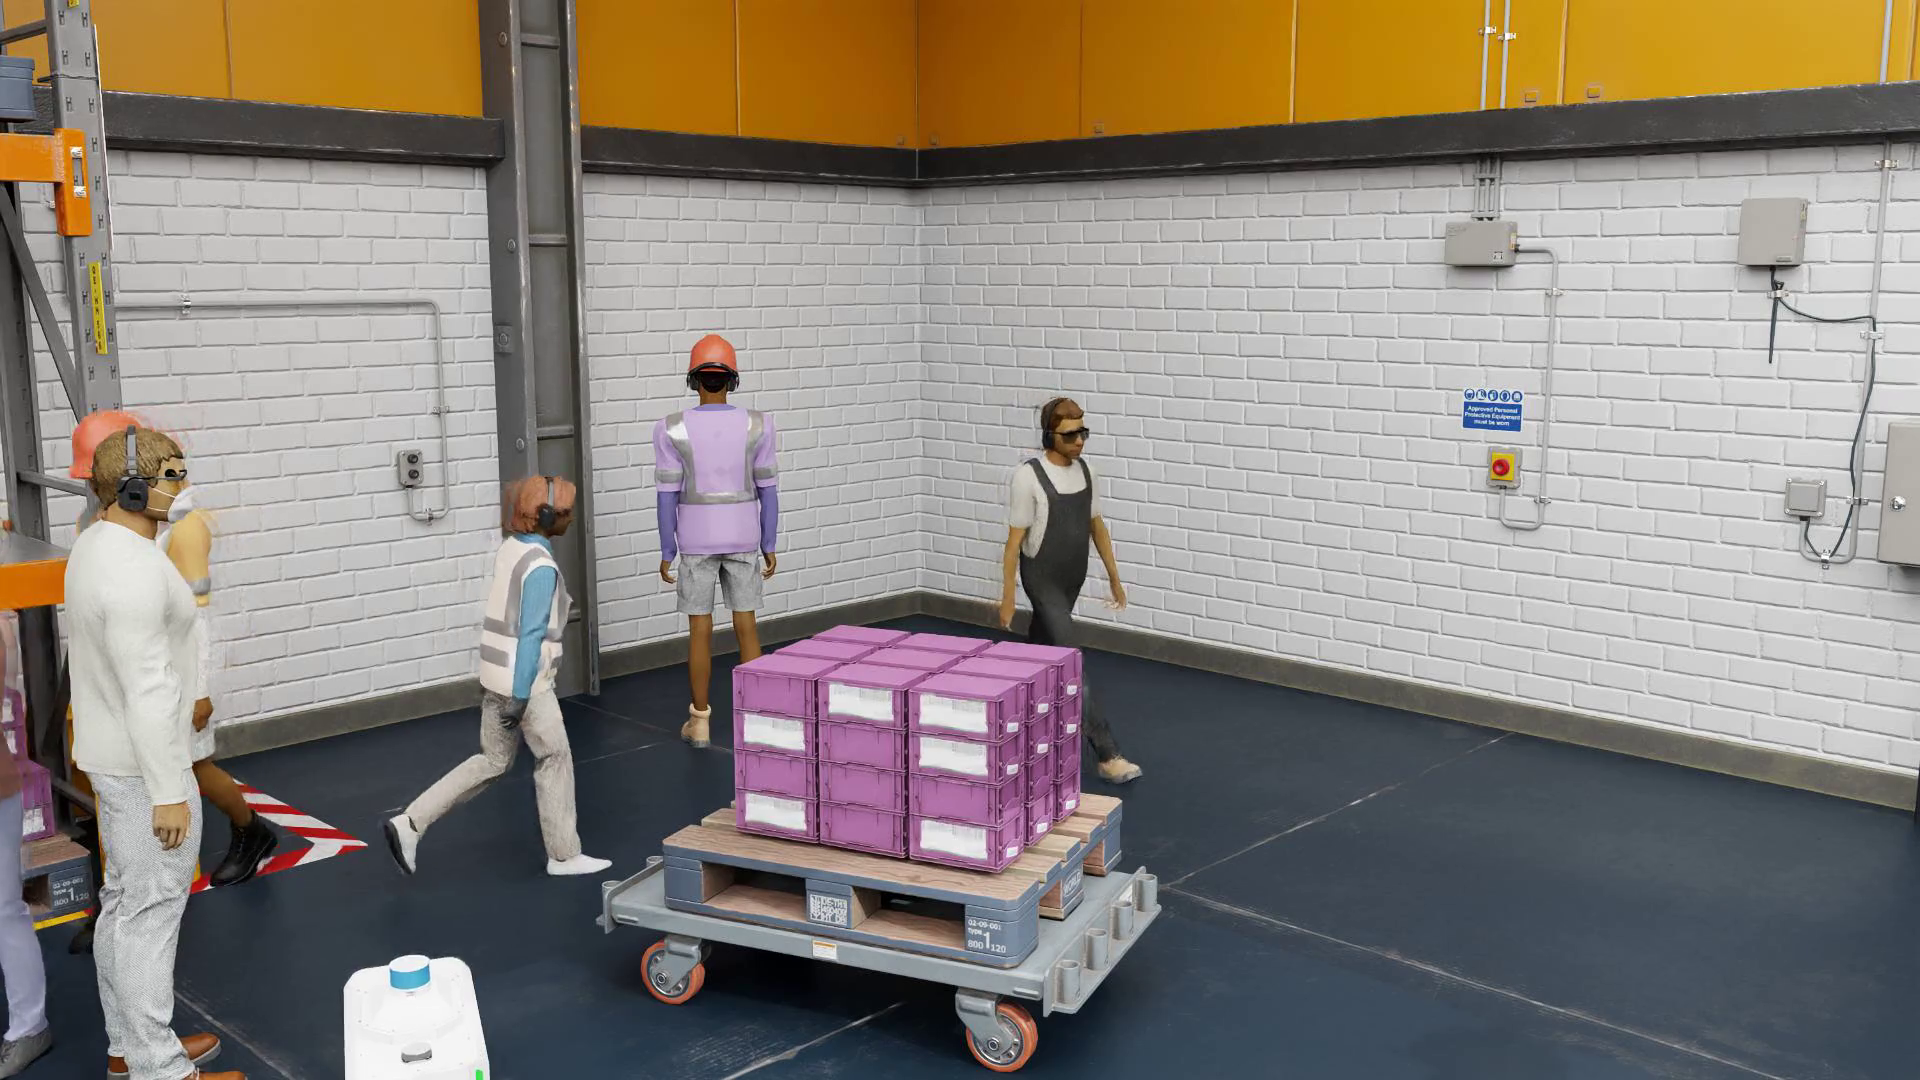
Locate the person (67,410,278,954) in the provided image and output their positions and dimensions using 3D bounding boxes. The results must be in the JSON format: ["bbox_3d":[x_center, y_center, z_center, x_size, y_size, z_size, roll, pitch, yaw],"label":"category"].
[{"bbox_3d":[-2.904,0.451,6.046,0.598,1.895,0.908,2,10,15],"label":"person"}]

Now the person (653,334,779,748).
[{"bbox_3d":[-1.204,0.010,8.242,0.608,2.044,0.370,-3,10,-17],"label":"person"}]

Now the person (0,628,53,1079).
[{"bbox_3d":[-2.890,0.745,4.676,0.538,1.738,0.621,3,10,15],"label":"person"}]

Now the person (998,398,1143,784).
[{"bbox_3d":[0.470,0.214,7.810,0.991,1.783,0.632,9,13,43],"label":"person"}]

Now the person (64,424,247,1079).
[{"bbox_3d":[-2.295,0.642,4.686,0.355,1.938,0.634,-6,11,-35],"label":"person"}]

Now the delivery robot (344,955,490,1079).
[{"bbox_3d":[-1.436,1.337,4.374,0.477,0.478,0.707,-3,10,-20],"label":"delivery robot"}]

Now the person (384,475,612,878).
[{"bbox_3d":[-1.762,0.549,6.300,0.770,1.604,0.532,-5,11,-30],"label":"person"}]
